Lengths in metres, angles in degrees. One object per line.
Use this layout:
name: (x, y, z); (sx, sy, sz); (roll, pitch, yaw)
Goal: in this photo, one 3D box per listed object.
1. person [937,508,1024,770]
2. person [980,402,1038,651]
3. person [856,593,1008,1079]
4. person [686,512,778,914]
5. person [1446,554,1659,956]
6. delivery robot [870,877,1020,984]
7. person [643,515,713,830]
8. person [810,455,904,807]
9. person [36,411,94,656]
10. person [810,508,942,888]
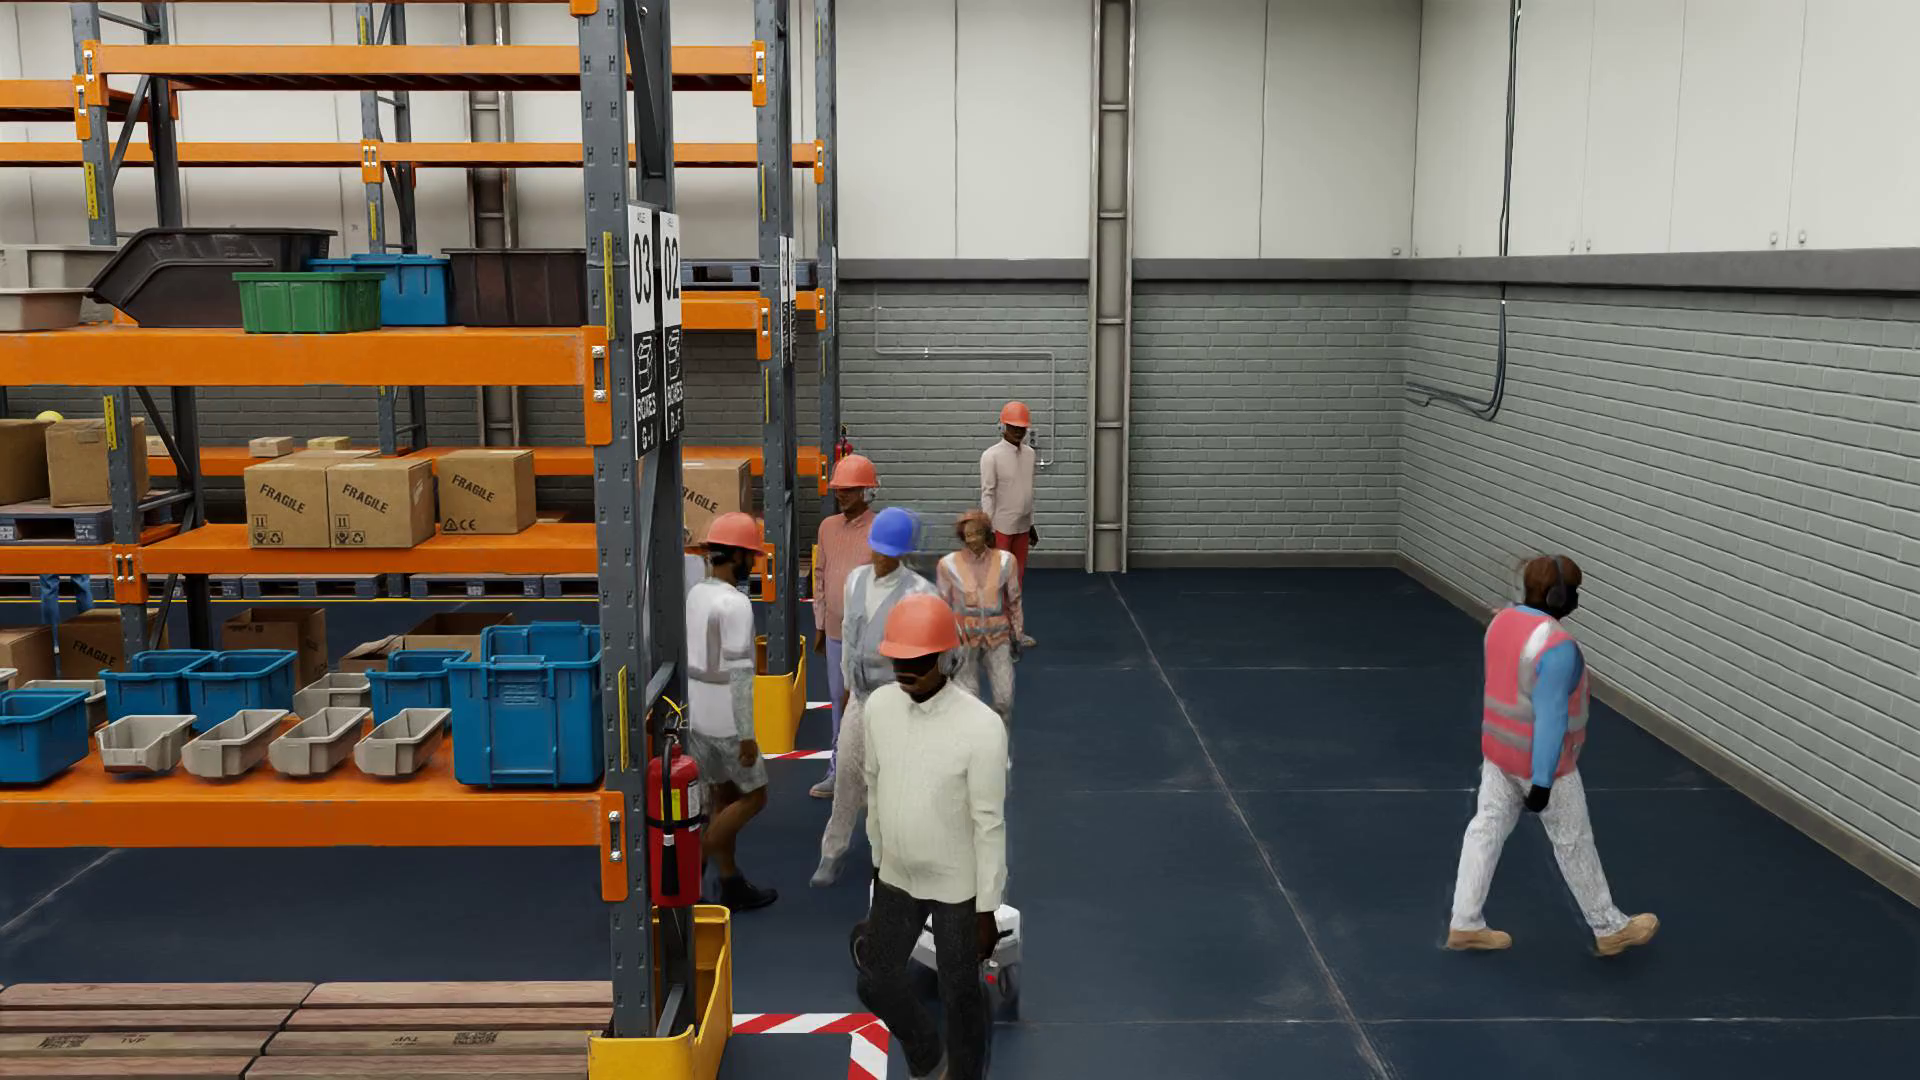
person: (0.118, 0.620, 9.885); (0.539, 1.623, 0.373); (-1, 9, -7)
person: (0.410, -0.109, 13.244); (0.392, 1.990, 0.614); (8, 12, 41)
person: (-0.103, 1.144, 5.593); (0.630, 1.978, 0.446); (6, 11, 34)
person: (-1.119, 0.829, 7.733); (0.561, 1.913, 0.597); (-6, 11, -33)
person: (2.617, 0.952, 7.334); (0.928, 1.793, 0.635); (-2, 10, -13)
delivery robot: (-0.067, 1.583, 6.974); (0.477, 0.478, 0.707); (-7, 12, -37)
person: (-1.549, 0.686, 8.854); (0.404, 1.830, 0.603); (8, 12, 41)
person: (-0.590, 0.510, 9.437); (0.612, 1.995, 0.382); (6, 11, 33)
person: (-7.091, -0.052, 13.086); (0.585, 1.928, 0.368); (-5, 10, -27)
person: (-0.351, 0.755, 8.243); (0.635, 1.898, 0.830); (8, 13, 42)
